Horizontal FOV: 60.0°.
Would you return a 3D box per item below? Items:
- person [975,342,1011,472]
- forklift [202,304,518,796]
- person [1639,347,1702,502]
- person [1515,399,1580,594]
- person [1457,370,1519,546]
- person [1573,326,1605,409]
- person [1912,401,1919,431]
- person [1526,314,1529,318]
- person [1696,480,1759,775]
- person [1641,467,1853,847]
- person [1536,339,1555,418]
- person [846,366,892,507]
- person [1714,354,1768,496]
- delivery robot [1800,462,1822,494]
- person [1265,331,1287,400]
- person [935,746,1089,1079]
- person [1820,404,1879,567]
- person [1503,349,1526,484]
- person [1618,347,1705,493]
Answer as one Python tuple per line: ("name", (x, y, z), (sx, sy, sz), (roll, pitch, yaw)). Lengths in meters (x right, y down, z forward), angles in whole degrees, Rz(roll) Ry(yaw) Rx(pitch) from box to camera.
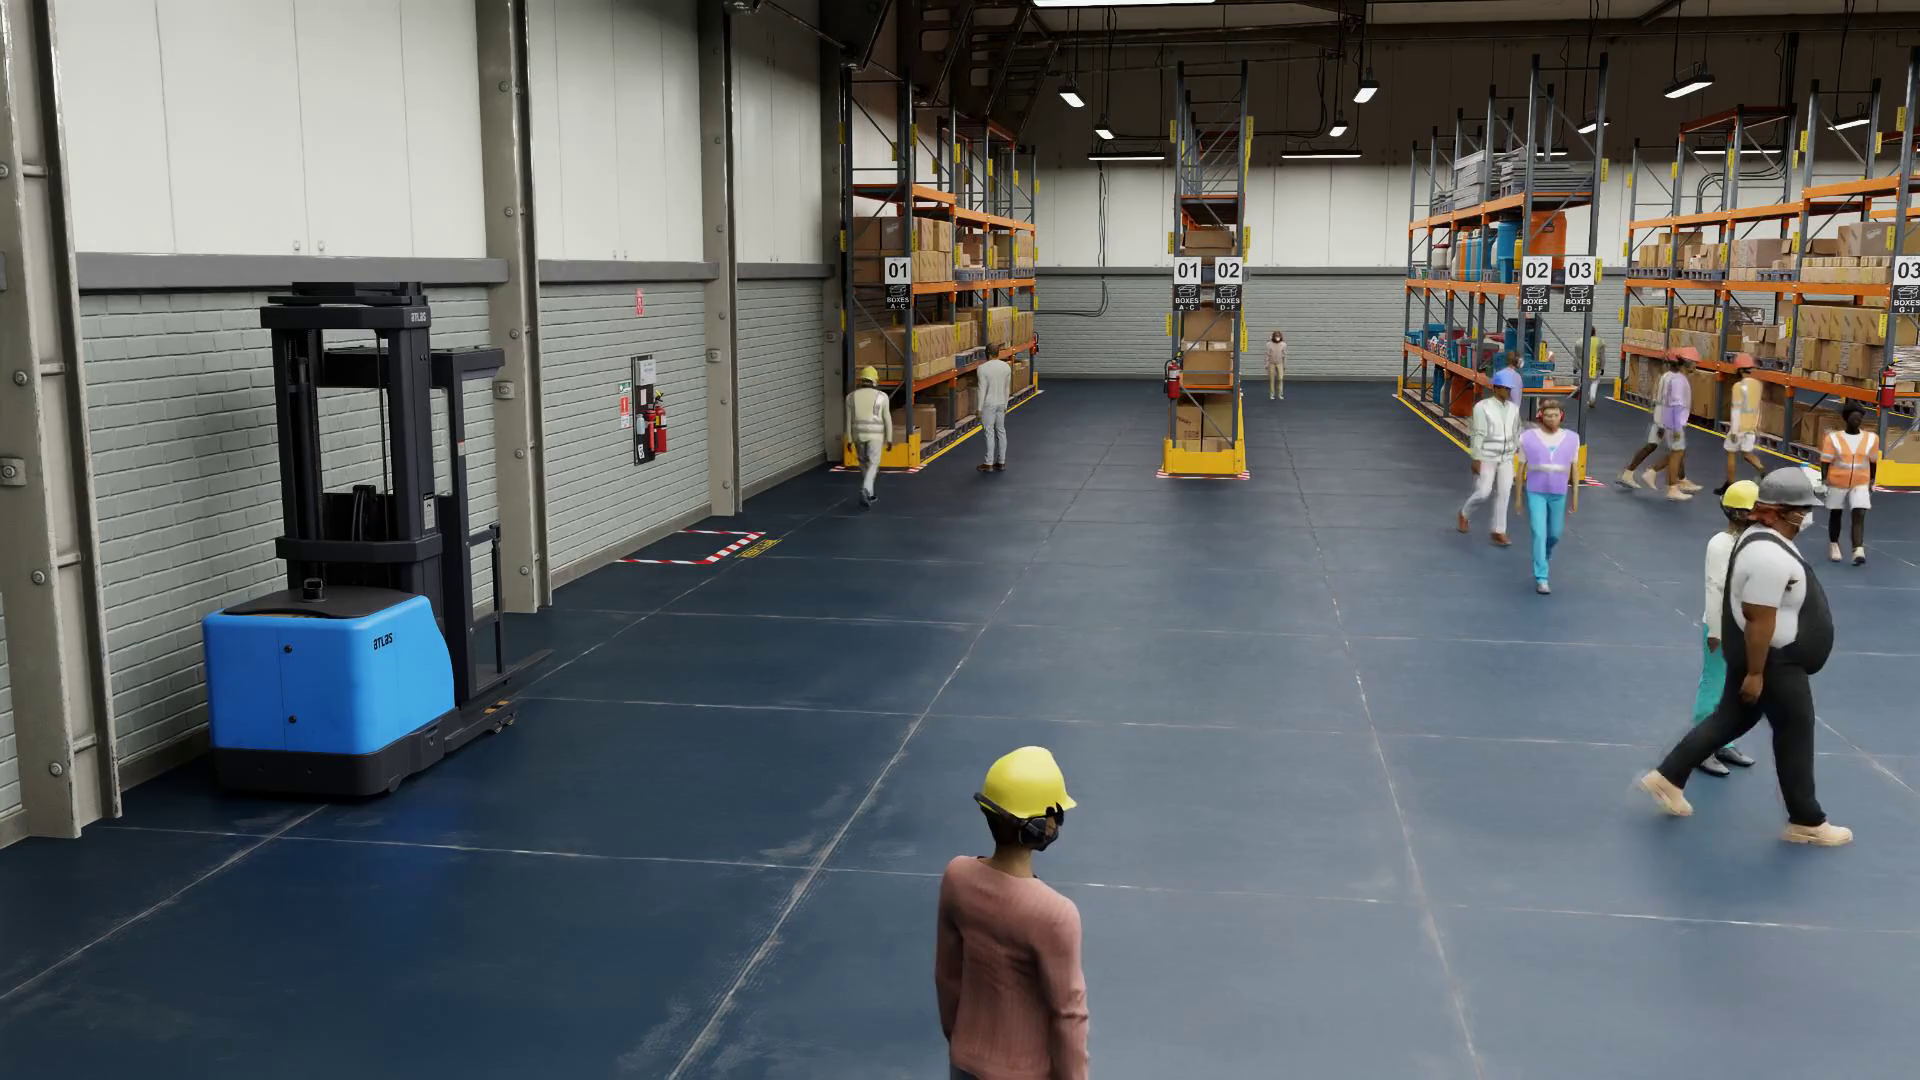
("person", (0.486, -2.012, 25.089), (0.630, 1.940, 0.372), (-8, 12, -41))
("forklift", (-3.673, -0.038, 10.147), (1.129, 2.768, 1.873), (1, 9, 9))
("person", (9.370, -1.528, 21.858), (0.605, 2.022, 0.636), (4, 10, 25))
("person", (5.566, -0.446, 15.820), (0.570, 1.819, 0.813), (1, 9, 5))
("person", (5.866, -0.923, 18.392), (0.615, 1.930, 0.658), (-3, 10, -18))
("person", (13.592, -3.724, 35.974), (0.653, 1.829, 0.521), (3, 10, 18))
("person", (16.649, -2.436, 28.641), (0.505, 1.633, 0.279), (1, 9, 4))
("person", (13.686, -4.518, 40.409), (0.618, 1.986, 0.407), (-3, 10, -19))
("person", (4.664, 0.516, 10.025), (0.533, 1.767, 0.312), (-7, 12, -38))
("person", (4.235, 0.584, 8.894), (0.999, 2.000, 0.688), (3, 10, 18))
("person", (11.972, -3.338, 34.274), (0.517, 1.612, 0.732), (1, 9, 9))
("person", (-1.184, -1.326, 21.294), (0.600, 1.805, 0.840), (3, 10, 16))
("person", (10.454, -1.509, 22.082), (0.574, 1.910, 0.746), (-5, 10, -28))
("delivery robot", (10.887, -0.761, 21.471), (0.707, 0.478, 0.477), (-6, 11, -33))
("person", (7.358, -4.049, 38.702), (0.505, 1.603, 0.746), (0, 9, 1))
("person", (0.153, 1.417, 4.469), (0.329, 1.767, 0.528), (-8, 12, -40))
("person", (9.087, -0.564, 17.001), (0.551, 1.648, 0.876), (3, 10, 19))
("person", (7.690, -1.737, 23.446), (0.654, 1.924, 0.643), (1, 9, 5))
("person", (9.592, -1.640, 22.703), (1.077, 1.994, 0.631), (2, 10, 14))
